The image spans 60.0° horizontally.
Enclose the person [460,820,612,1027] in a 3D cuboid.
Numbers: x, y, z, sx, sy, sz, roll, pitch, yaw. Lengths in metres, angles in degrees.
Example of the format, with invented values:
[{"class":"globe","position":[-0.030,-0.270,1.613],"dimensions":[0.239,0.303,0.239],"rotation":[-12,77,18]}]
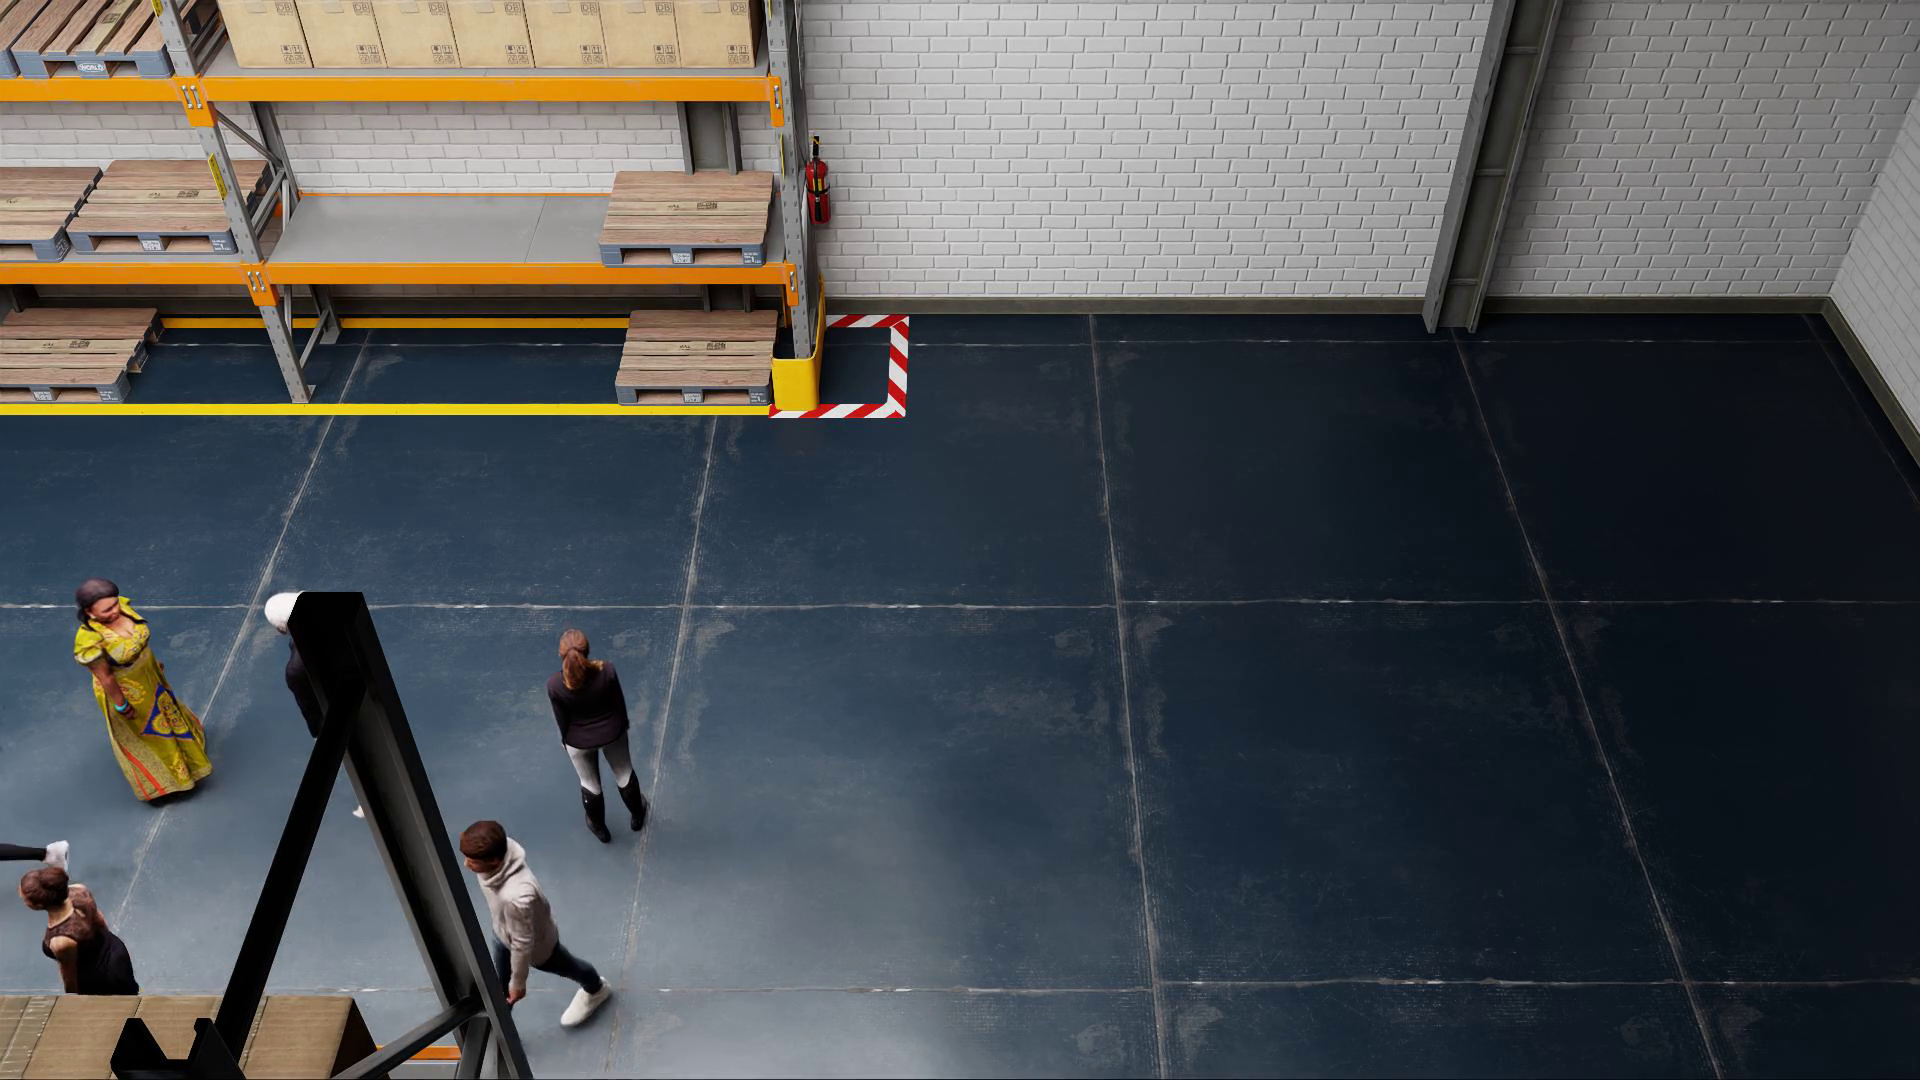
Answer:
[{"class":"person","position":[-2.147,1.996,8.590],"dimensions":[1.167,1.811,1.234],"rotation":[34,53,31]}]

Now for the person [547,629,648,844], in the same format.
[{"class":"person","position":[-2.094,1.126,9.563],"dimensions":[0.603,1.729,0.703],"rotation":[-15,46,-15]}]

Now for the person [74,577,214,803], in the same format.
[{"class":"person","position":[-4.930,0.849,9.904],"dimensions":[0.729,1.659,0.823],"rotation":[0,44,0]}]

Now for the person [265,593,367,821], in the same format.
[{"class":"person","position":[-3.351,0.862,9.037],"dimensions":[0.674,1.776,0.769],"rotation":[10,44,10]}]

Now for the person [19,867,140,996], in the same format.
[{"class":"person","position":[-4.301,2.189,8.493],"dimensions":[0.665,1.665,0.626],"rotation":[-9,44,-10]}]
